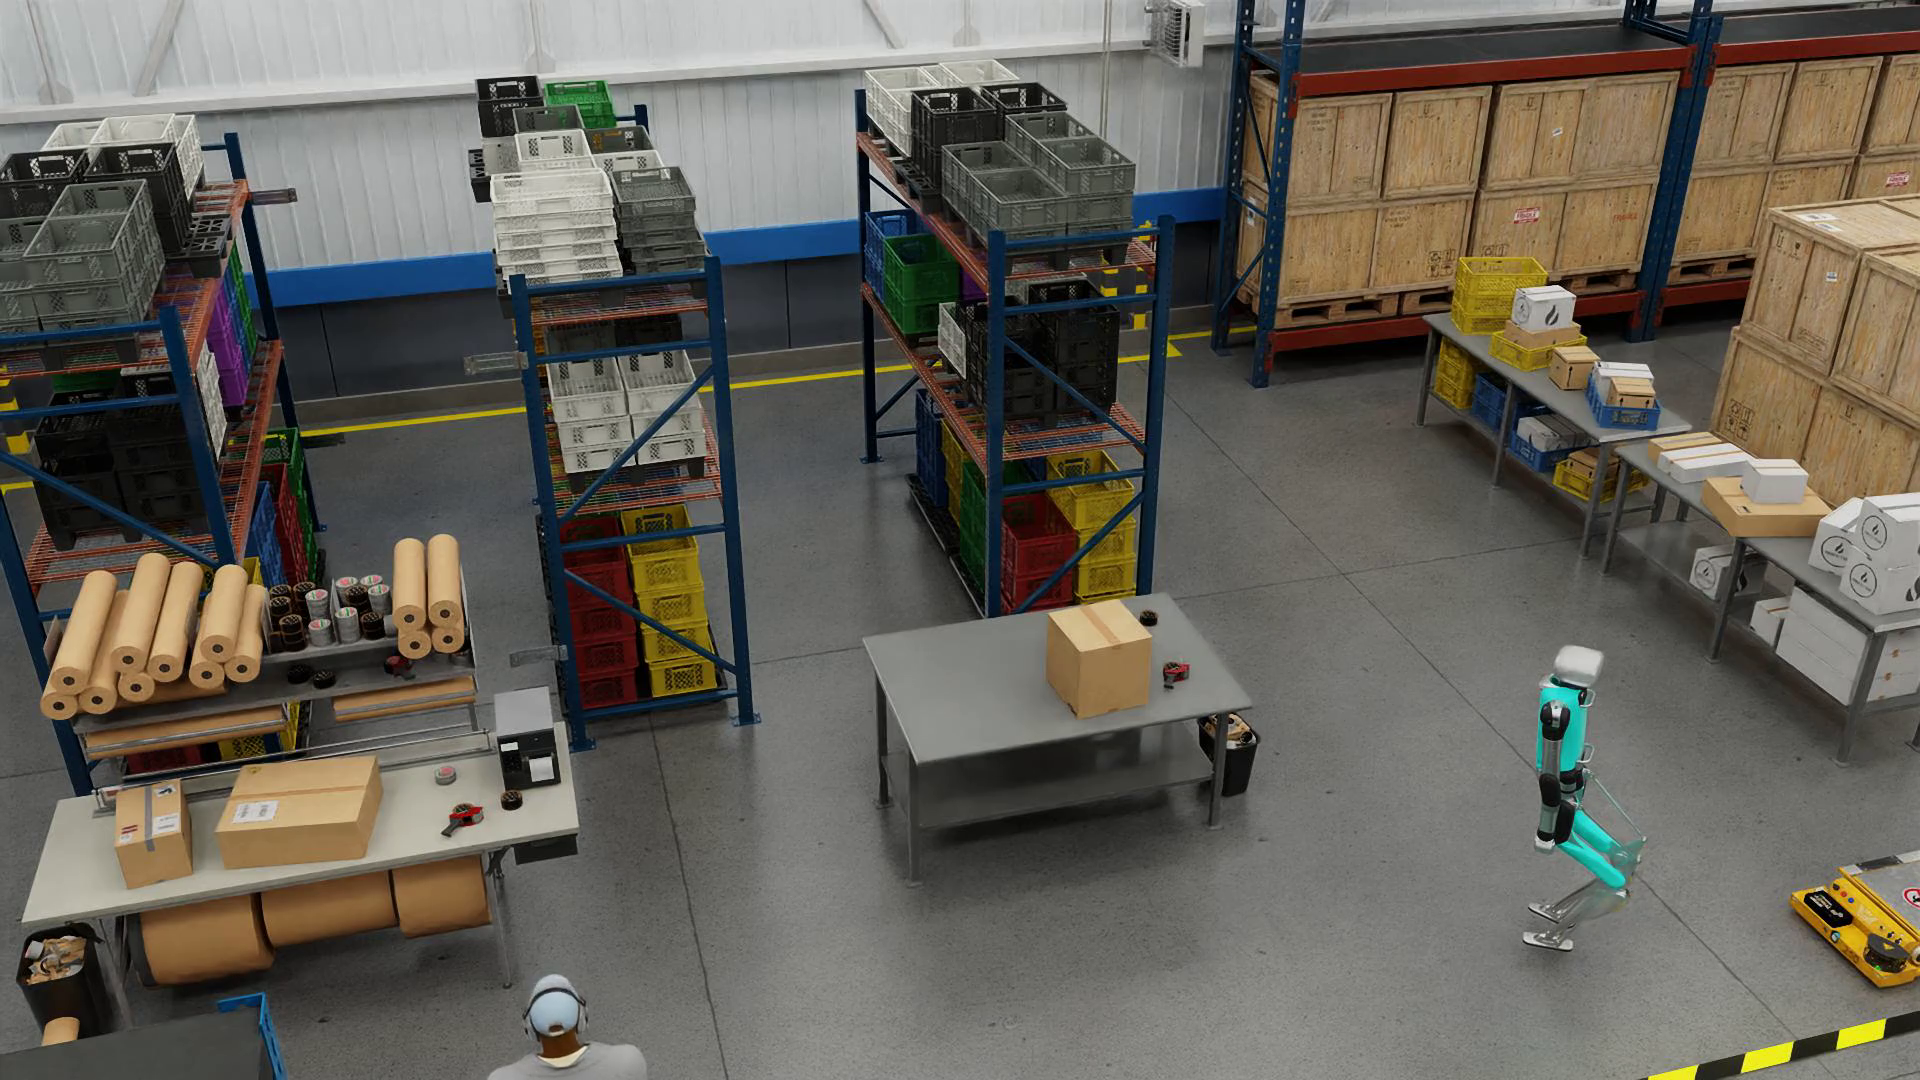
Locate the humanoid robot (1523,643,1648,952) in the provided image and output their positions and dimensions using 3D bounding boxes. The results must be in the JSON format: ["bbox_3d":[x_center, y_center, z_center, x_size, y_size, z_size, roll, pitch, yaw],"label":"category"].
[{"bbox_3d":[3.101,1.312,8.112,0.735,1.676,0.533,15,32,25],"label":"humanoid robot"}]

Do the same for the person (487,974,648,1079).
[{"bbox_3d":[-1.414,2.353,6.236,0.587,1.852,0.380,-8,30,-14],"label":"person"}]

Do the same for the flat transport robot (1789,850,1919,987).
[{"bbox_3d":[5.163,1.916,8.676,1.431,0.231,0.659,-8,30,-14],"label":"flat transport robot"}]
